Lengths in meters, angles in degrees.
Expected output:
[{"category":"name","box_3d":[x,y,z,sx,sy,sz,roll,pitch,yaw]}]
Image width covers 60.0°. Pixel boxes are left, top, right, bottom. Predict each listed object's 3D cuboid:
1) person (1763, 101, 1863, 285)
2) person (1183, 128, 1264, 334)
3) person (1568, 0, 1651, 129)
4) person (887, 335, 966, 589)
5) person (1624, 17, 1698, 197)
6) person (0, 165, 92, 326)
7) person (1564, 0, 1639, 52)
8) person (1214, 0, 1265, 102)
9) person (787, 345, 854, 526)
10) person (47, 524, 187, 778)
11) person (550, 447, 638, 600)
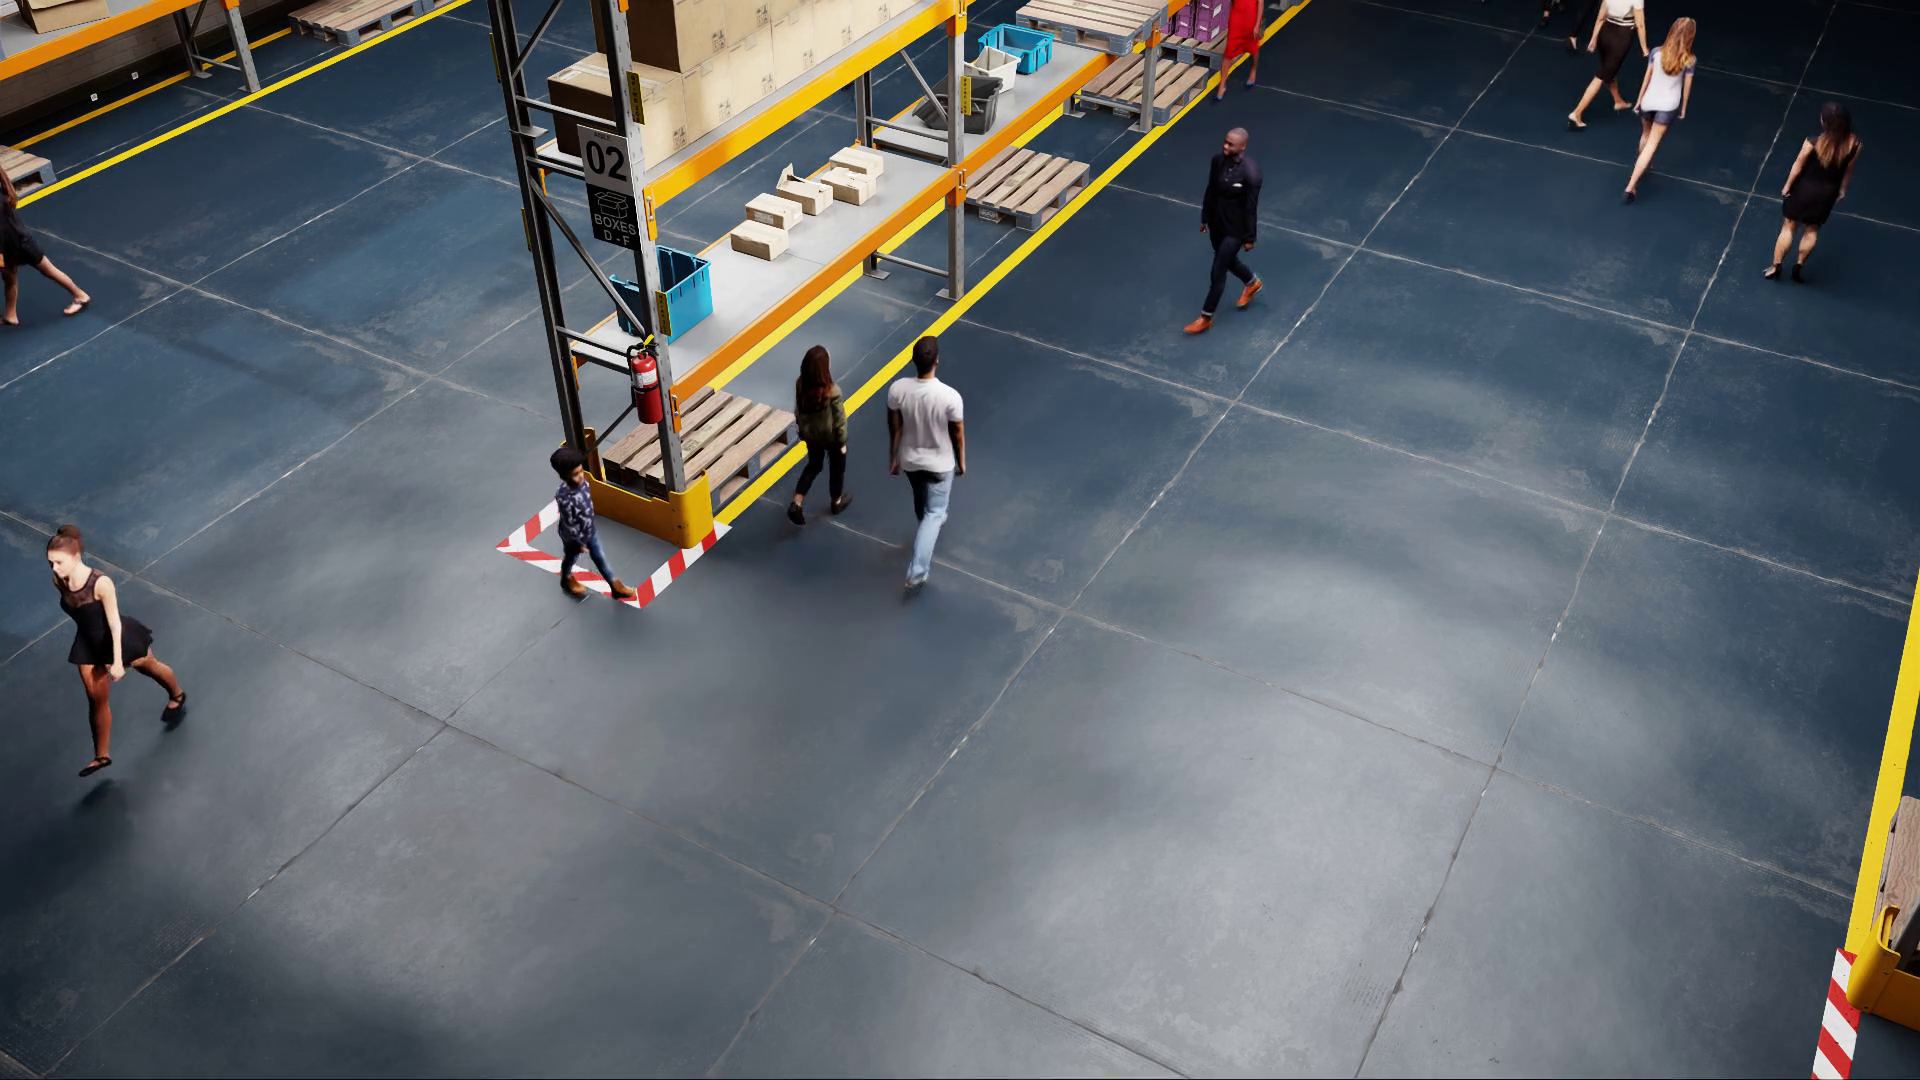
[{"category":"person","box_3d":[7.527,-3.043,14.637,0.756,1.707,0.719,12,40,15]},{"category":"person","box_3d":[2.347,-2.654,14.088,1.296,1.785,1.068,-21,43,-24]},{"category":"person","box_3d":[6.661,-5.052,17.161,1.222,1.696,1.079,-15,41,-18]},{"category":"person","box_3d":[-0.256,-0.499,11.359,0.805,1.822,1.228,14,41,17]},{"category":"person","box_3d":[6.698,-4.127,16.007,0.713,1.691,1.116,28,46,30]},{"category":"person","box_3d":[-7.951,-2.553,14.180,1.142,1.512,0.830,-27,46,-30]},{"category":"person","box_3d":[7.198,-6.292,18.739,1.036,1.666,1.063,-3,39,-4]},{"category":"person","box_3d":[3.109,-5.604,17.847,0.627,1.702,1.096,22,44,26]},{"category":"person","box_3d":[-1.020,-0.722,11.928,0.600,1.460,0.857,22,44,25]},{"category":"person","box_3d":[-5.131,0.572,10.172,0.801,1.630,1.150,8,39,10]},{"category":"person","box_3d":[-2.648,-0.094,11.334,0.572,1.220,0.773,18,42,22]}]
